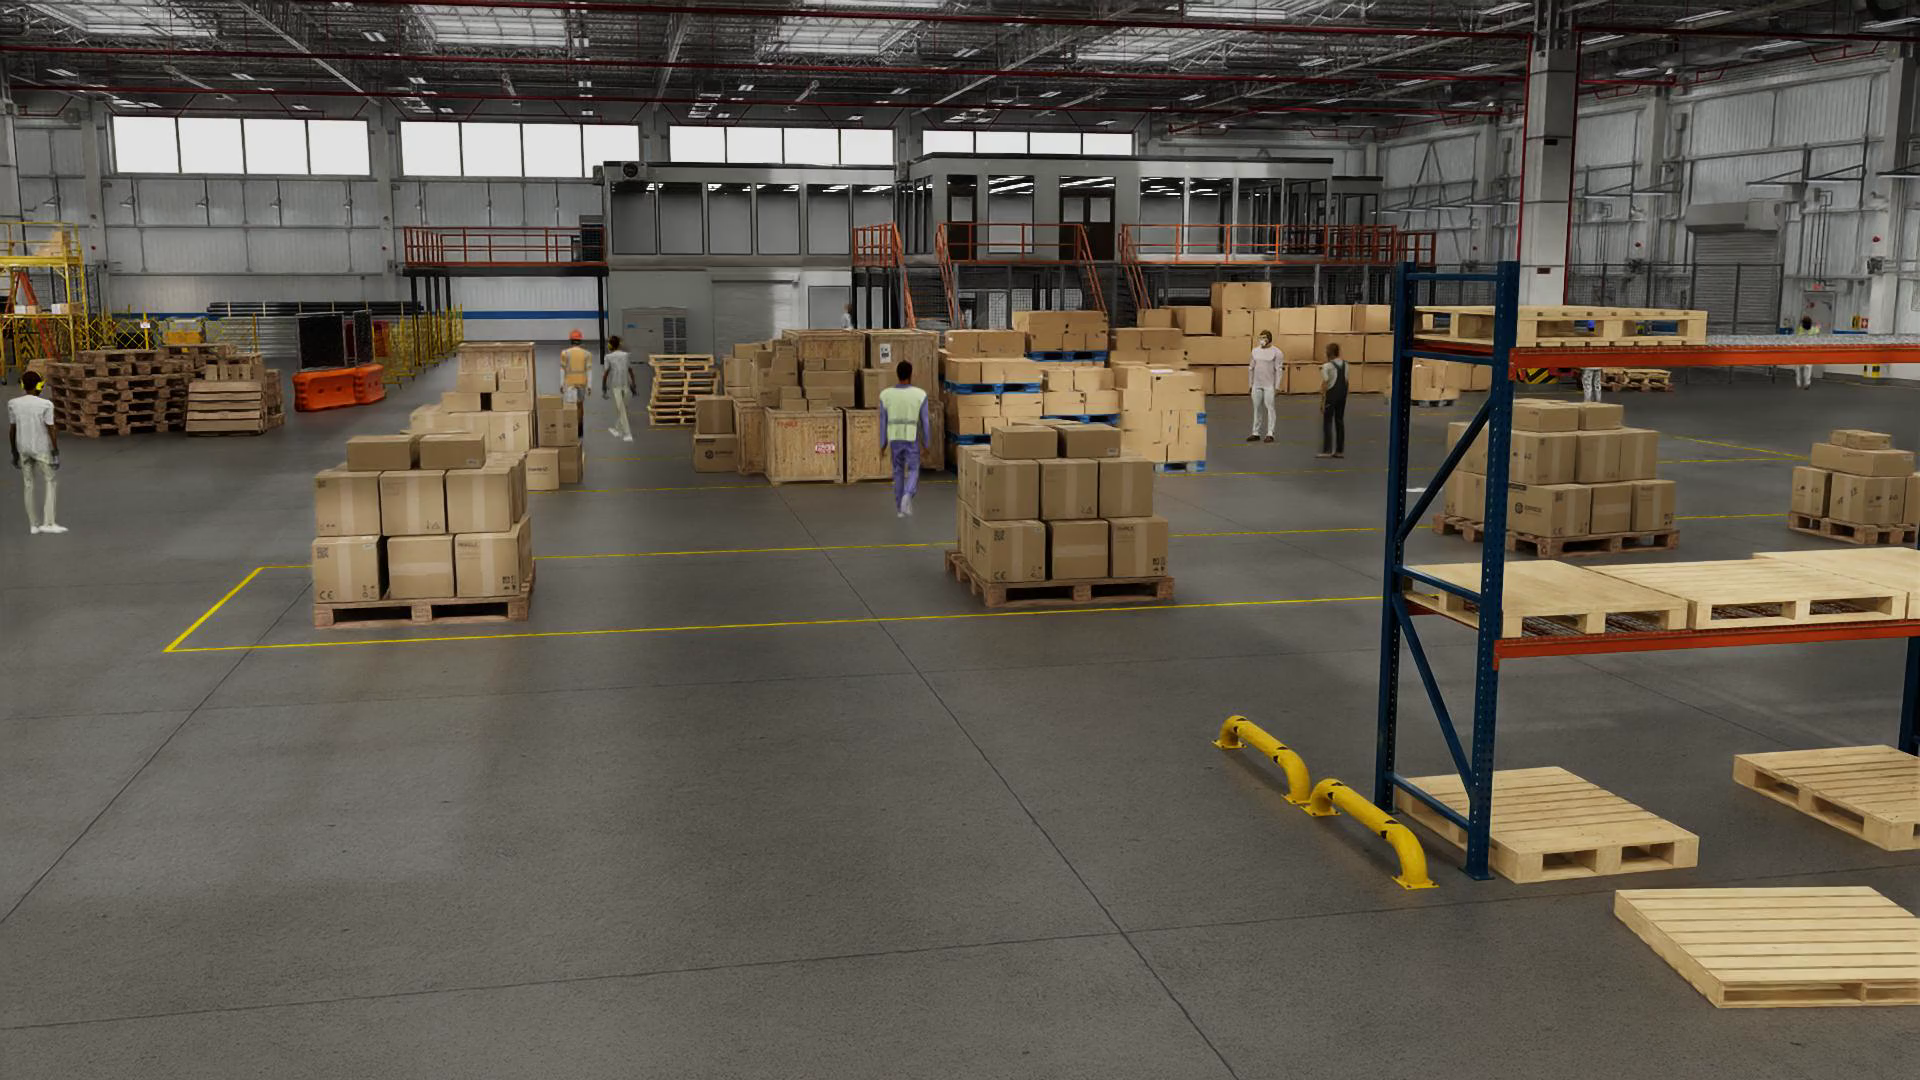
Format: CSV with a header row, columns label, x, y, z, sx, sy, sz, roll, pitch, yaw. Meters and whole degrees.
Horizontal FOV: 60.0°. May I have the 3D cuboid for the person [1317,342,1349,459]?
label,x,y,z,sx,sy,sz,roll,pitch,yaw
person,5.855,-2.179,26.108,0.534,1.824,0.394,-5,10,-26

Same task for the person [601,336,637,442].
label,x,y,z,sx,sy,sz,roll,pitch,yaw
person,-5.971,-2.624,28.880,0.541,1.807,1.019,-8,12,-41

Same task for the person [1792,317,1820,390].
label,x,y,z,sx,sy,sz,roll,pitch,yaw
person,20.841,-4.604,41.032,0.632,1.790,0.979,4,10,25

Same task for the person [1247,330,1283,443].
label,x,y,z,sx,sy,sz,roll,pitch,yaw
person,5.237,-2.644,28.606,0.630,1.940,0.373,7,12,38

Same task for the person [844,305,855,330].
label,x,y,z,sx,sy,sz,roll,pitch,yaw
person,-3.388,-6.251,50.865,0.347,1.863,0.721,-1,9,-8

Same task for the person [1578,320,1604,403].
label,x,y,z,sx,sy,sz,roll,pitch,yaw
person,12.850,-3.511,33.860,0.610,1.946,0.405,-4,10,-21

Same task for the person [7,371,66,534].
label,x,y,z,sx,sy,sz,roll,pitch,yaw
person,-10.420,-0.979,18.731,0.540,1.854,0.391,-1,9,-7

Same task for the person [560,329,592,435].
label,x,y,z,sx,sy,sz,roll,pitch,yaw
person,-6.822,-2.800,29.650,0.548,1.912,0.814,-5,11,-28

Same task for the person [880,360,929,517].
label,x,y,z,sx,sy,sz,roll,pitch,yaw
person,-0.670,-1.187,19.857,0.594,1.903,0.651,1,9,8
